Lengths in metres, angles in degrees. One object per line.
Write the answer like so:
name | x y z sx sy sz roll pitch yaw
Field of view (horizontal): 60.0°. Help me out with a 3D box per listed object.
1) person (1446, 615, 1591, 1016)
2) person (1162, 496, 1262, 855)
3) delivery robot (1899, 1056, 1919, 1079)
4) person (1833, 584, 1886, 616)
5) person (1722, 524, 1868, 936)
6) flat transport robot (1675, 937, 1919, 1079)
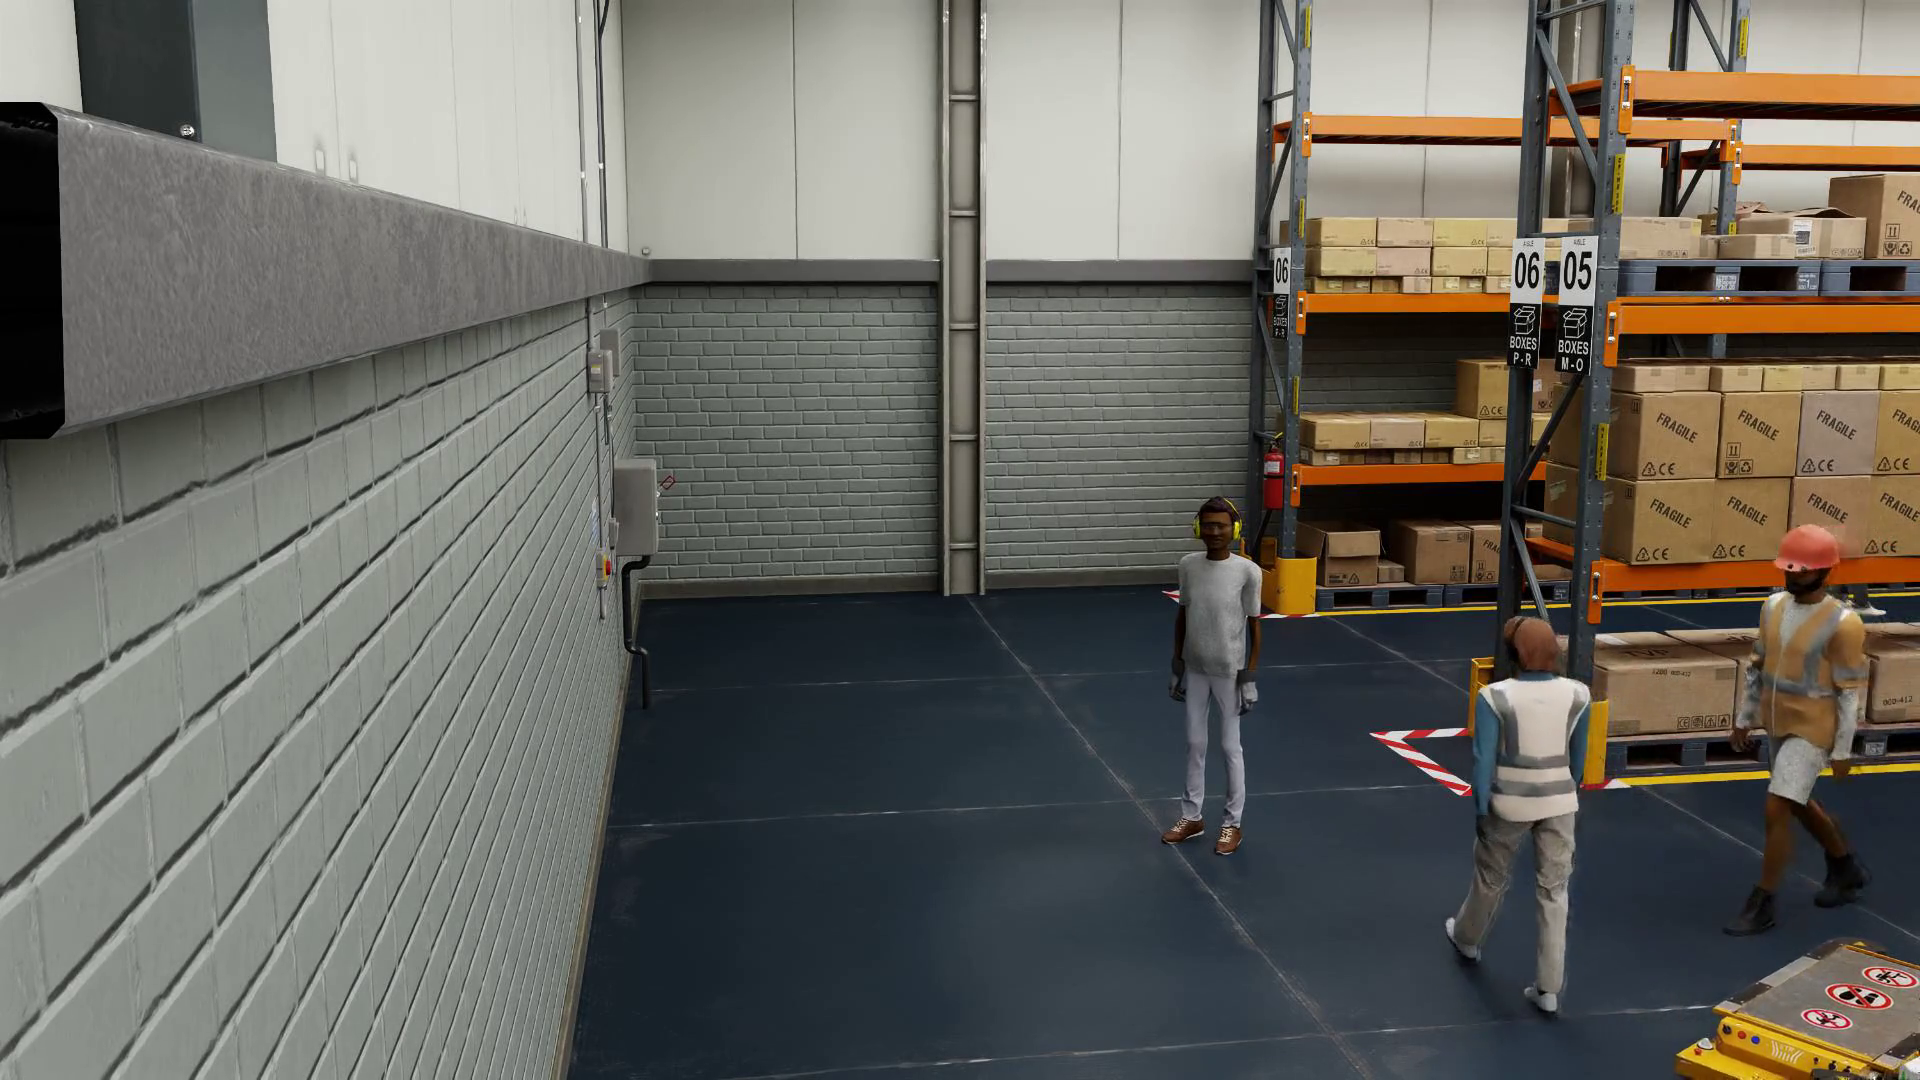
person | 2.366 1.109 7.002 0.528 1.598 0.823 0 9 -2
person | 1.320 0.698 8.700 0.524 1.876 0.325 7 11 35
delivery robot | 3.469 1.817 5.570 0.707 0.478 0.477 -6 11 -33
person | 8.003 -0.290 14.665 0.391 1.919 0.585 -2 9 -11
person | 3.946 0.854 7.729 0.925 1.900 0.571 -2 10 -14
flat transport robot | 3.425 1.871 6.399 1.431 0.197 0.652 -7 12 -39
